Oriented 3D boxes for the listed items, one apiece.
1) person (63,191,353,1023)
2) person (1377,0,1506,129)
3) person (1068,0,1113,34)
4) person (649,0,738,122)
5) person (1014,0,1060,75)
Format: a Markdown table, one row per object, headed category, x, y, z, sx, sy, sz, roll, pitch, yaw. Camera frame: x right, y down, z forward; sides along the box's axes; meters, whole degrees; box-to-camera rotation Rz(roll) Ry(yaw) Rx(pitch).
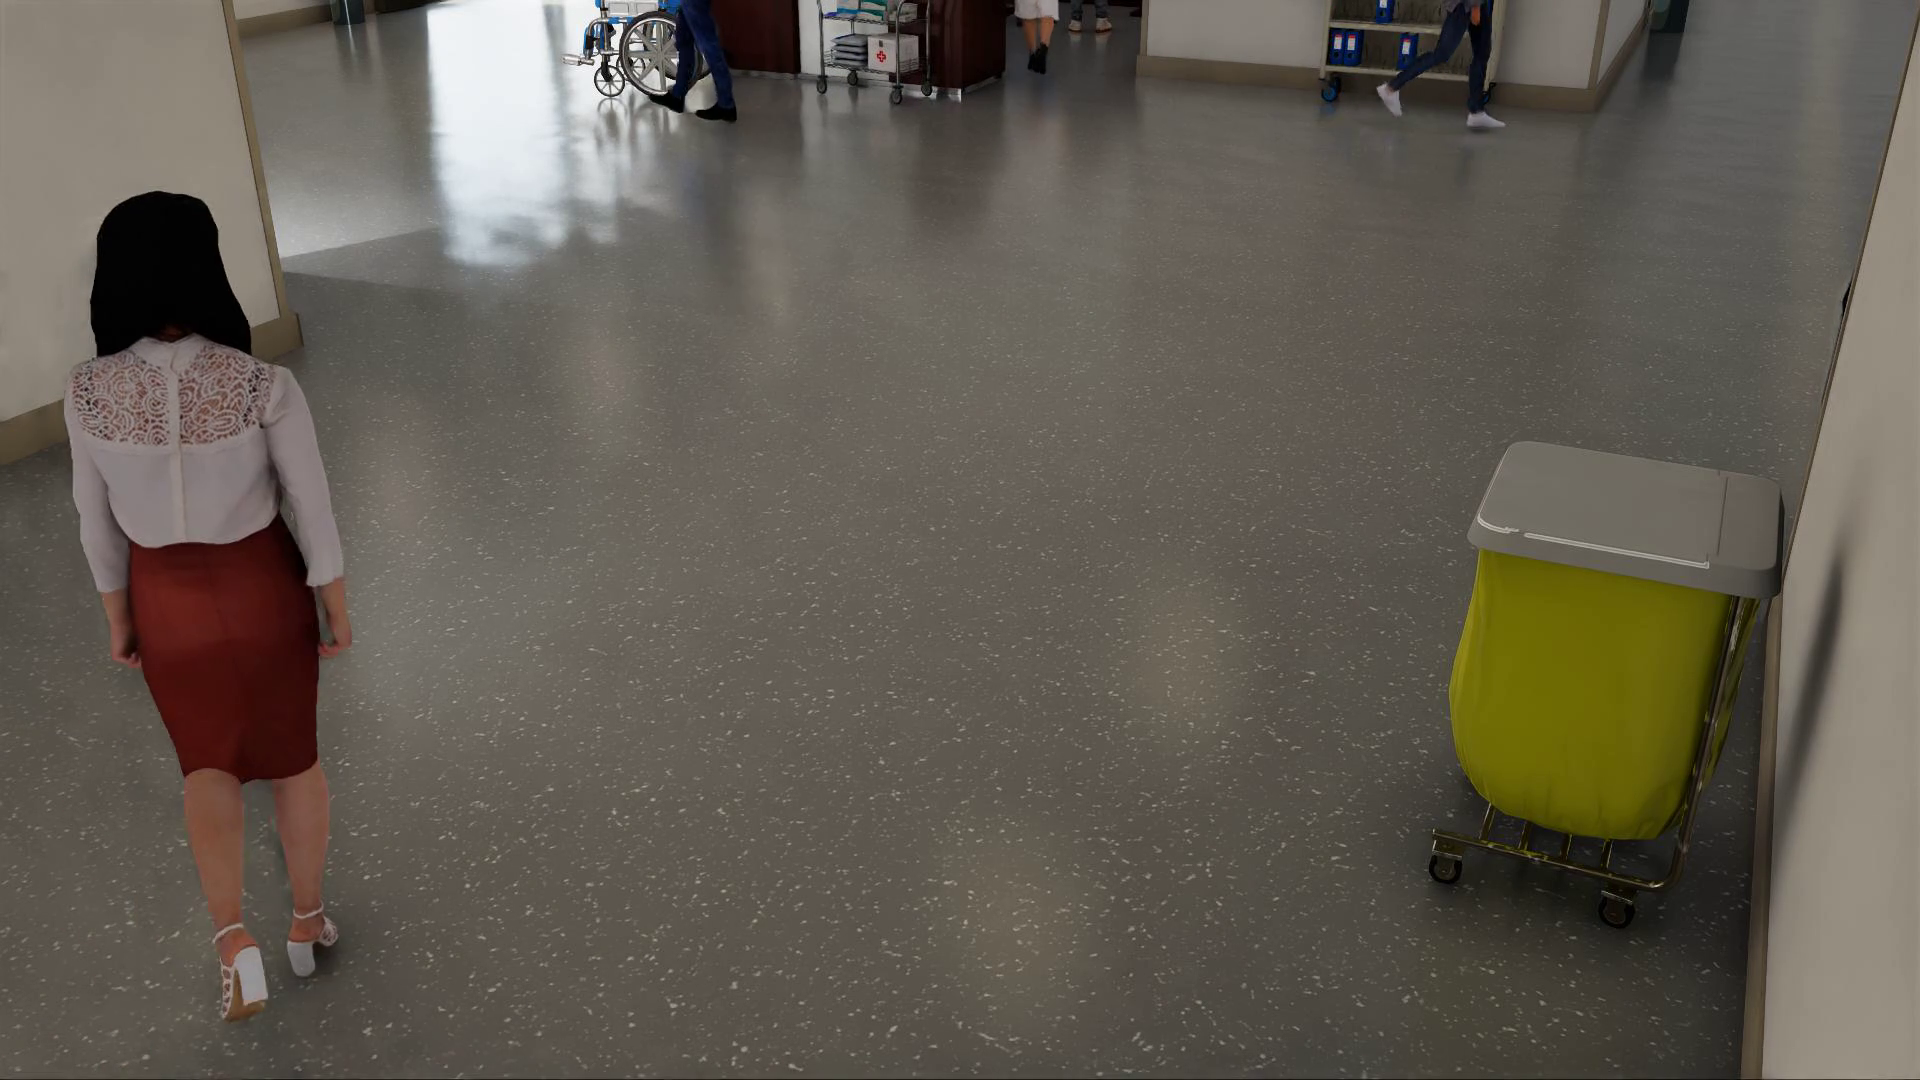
| category | x | y | z | sx | sy | sz | roll | pitch | yaw |
| --- | --- | --- | --- | --- | --- | --- | --- | --- | --- |
| person | -1.436 | 0.220 | 3.236 | 0.870 | 1.736 | 0.909 | -5 | 26 | -11 |
| person | 3.359 | -3.662 | 11.330 | 1.156 | 1.698 | 0.739 | 8 | 27 | 16 |
| person | 1.199 | -5.627 | 15.180 | 0.605 | 1.893 | 0.775 | 3 | 26 | 7 |
| person | -1.740 | -3.825 | 11.479 | 1.000 | 1.861 | 0.754 | 8 | 27 | 15 |
| person | 0.597 | -4.382 | 13.027 | 0.978 | 1.521 | 0.875 | 2 | 26 | 4 |
